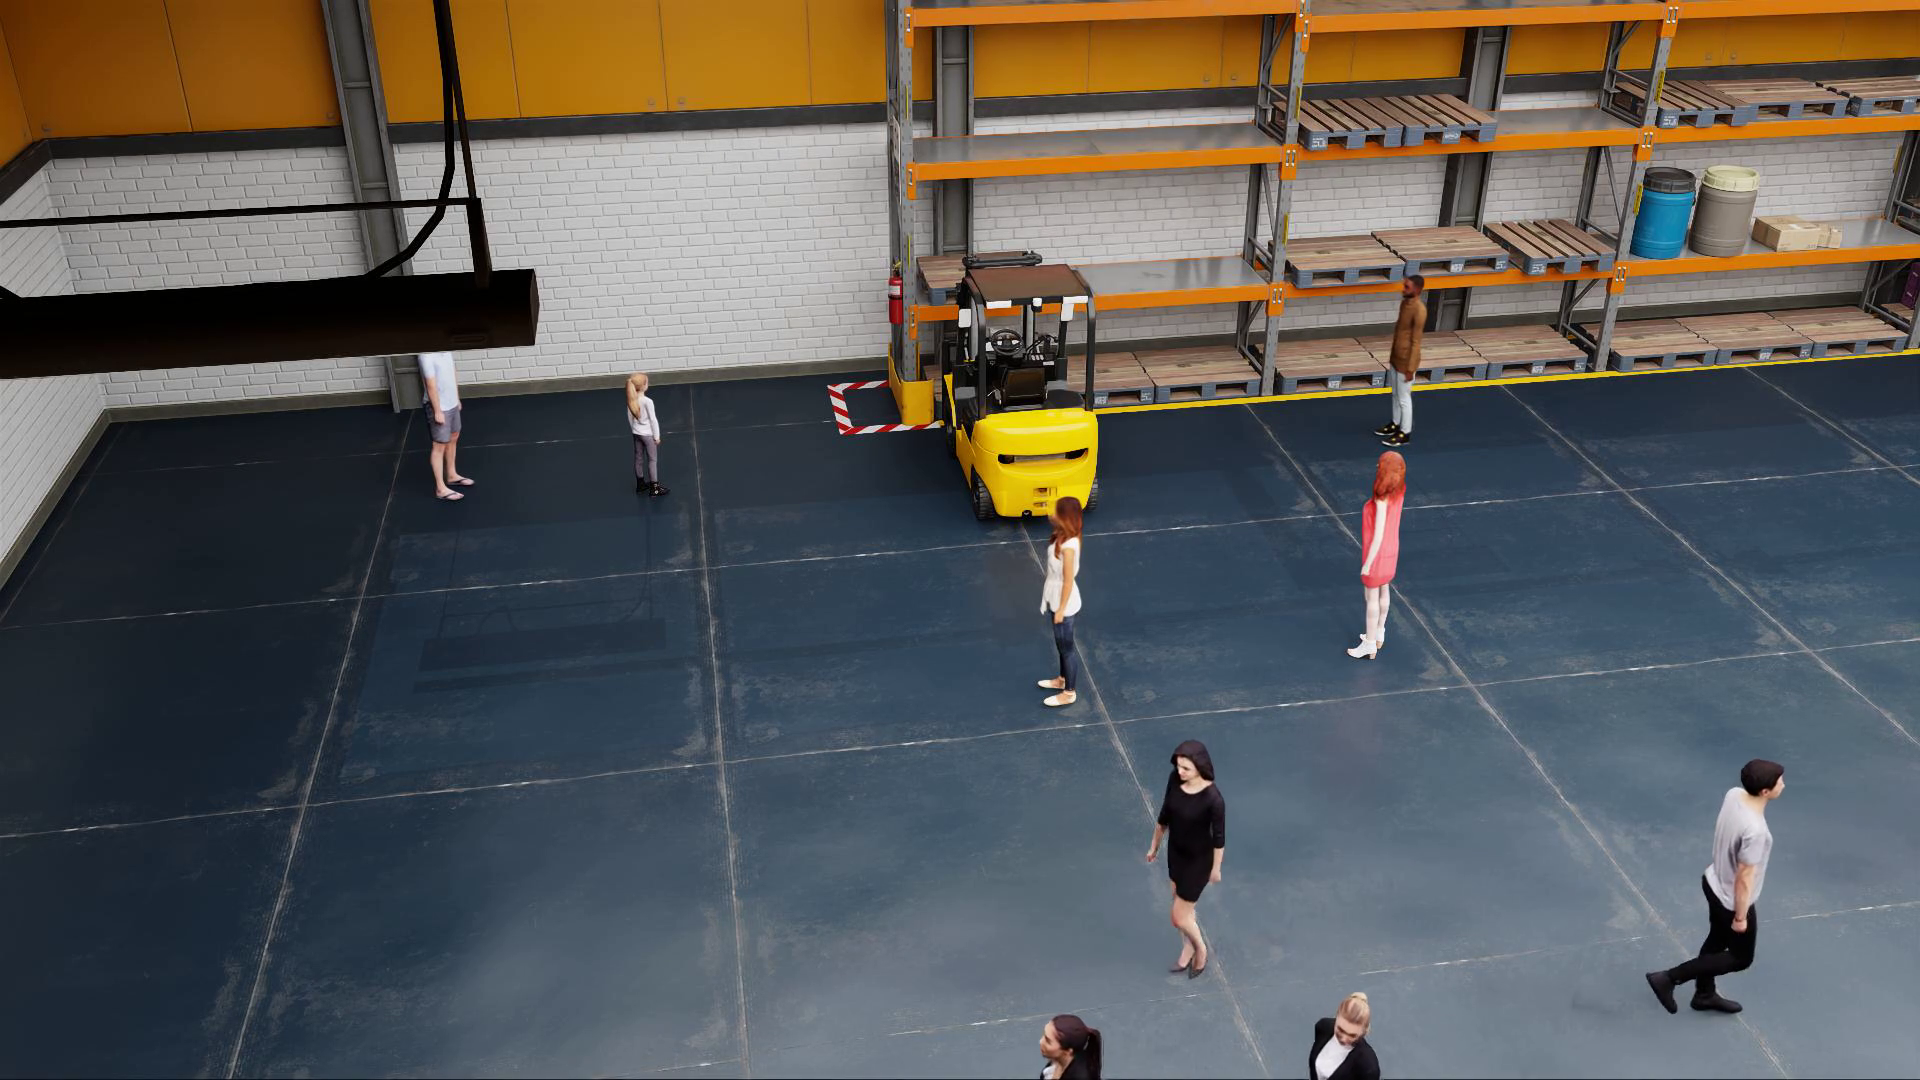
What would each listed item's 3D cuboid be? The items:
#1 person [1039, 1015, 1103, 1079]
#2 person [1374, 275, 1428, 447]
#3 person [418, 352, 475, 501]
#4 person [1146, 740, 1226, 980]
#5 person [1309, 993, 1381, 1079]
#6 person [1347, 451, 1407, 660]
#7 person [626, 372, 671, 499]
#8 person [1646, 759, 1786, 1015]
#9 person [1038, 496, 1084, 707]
[{"bbox_3d":[0.635,3.025,8.307,1.044,1.614,0.609,-5,29,-10],"label":"person"},{"bbox_3d":[4.575,-1.862,17.055,0.537,1.815,0.631,-4,29,-7],"label":"person"},{"bbox_3d":[-4.999,-1.297,16.003,0.661,1.830,0.702,5,29,8],"label":"person"},{"bbox_3d":[1.476,1.930,10.131,0.689,1.788,0.678,-16,32,-26],"label":"person"},{"bbox_3d":[1.958,2.932,8.409,0.863,1.678,0.773,-15,32,-26],"label":"person"},{"bbox_3d":[3.388,0.116,13.416,0.719,1.828,0.661,18,34,30],"label":"person"},{"bbox_3d":[-3.061,-1.029,16.088,0.578,1.279,0.641,17,33,29],"label":"person"},{"bbox_3d":[4.456,2.075,9.796,0.964,1.855,0.843,5,29,9],"label":"person"},{"bbox_3d":[0.813,0.463,12.826,0.558,1.784,0.603,-1,29,-2],"label":"person"}]
